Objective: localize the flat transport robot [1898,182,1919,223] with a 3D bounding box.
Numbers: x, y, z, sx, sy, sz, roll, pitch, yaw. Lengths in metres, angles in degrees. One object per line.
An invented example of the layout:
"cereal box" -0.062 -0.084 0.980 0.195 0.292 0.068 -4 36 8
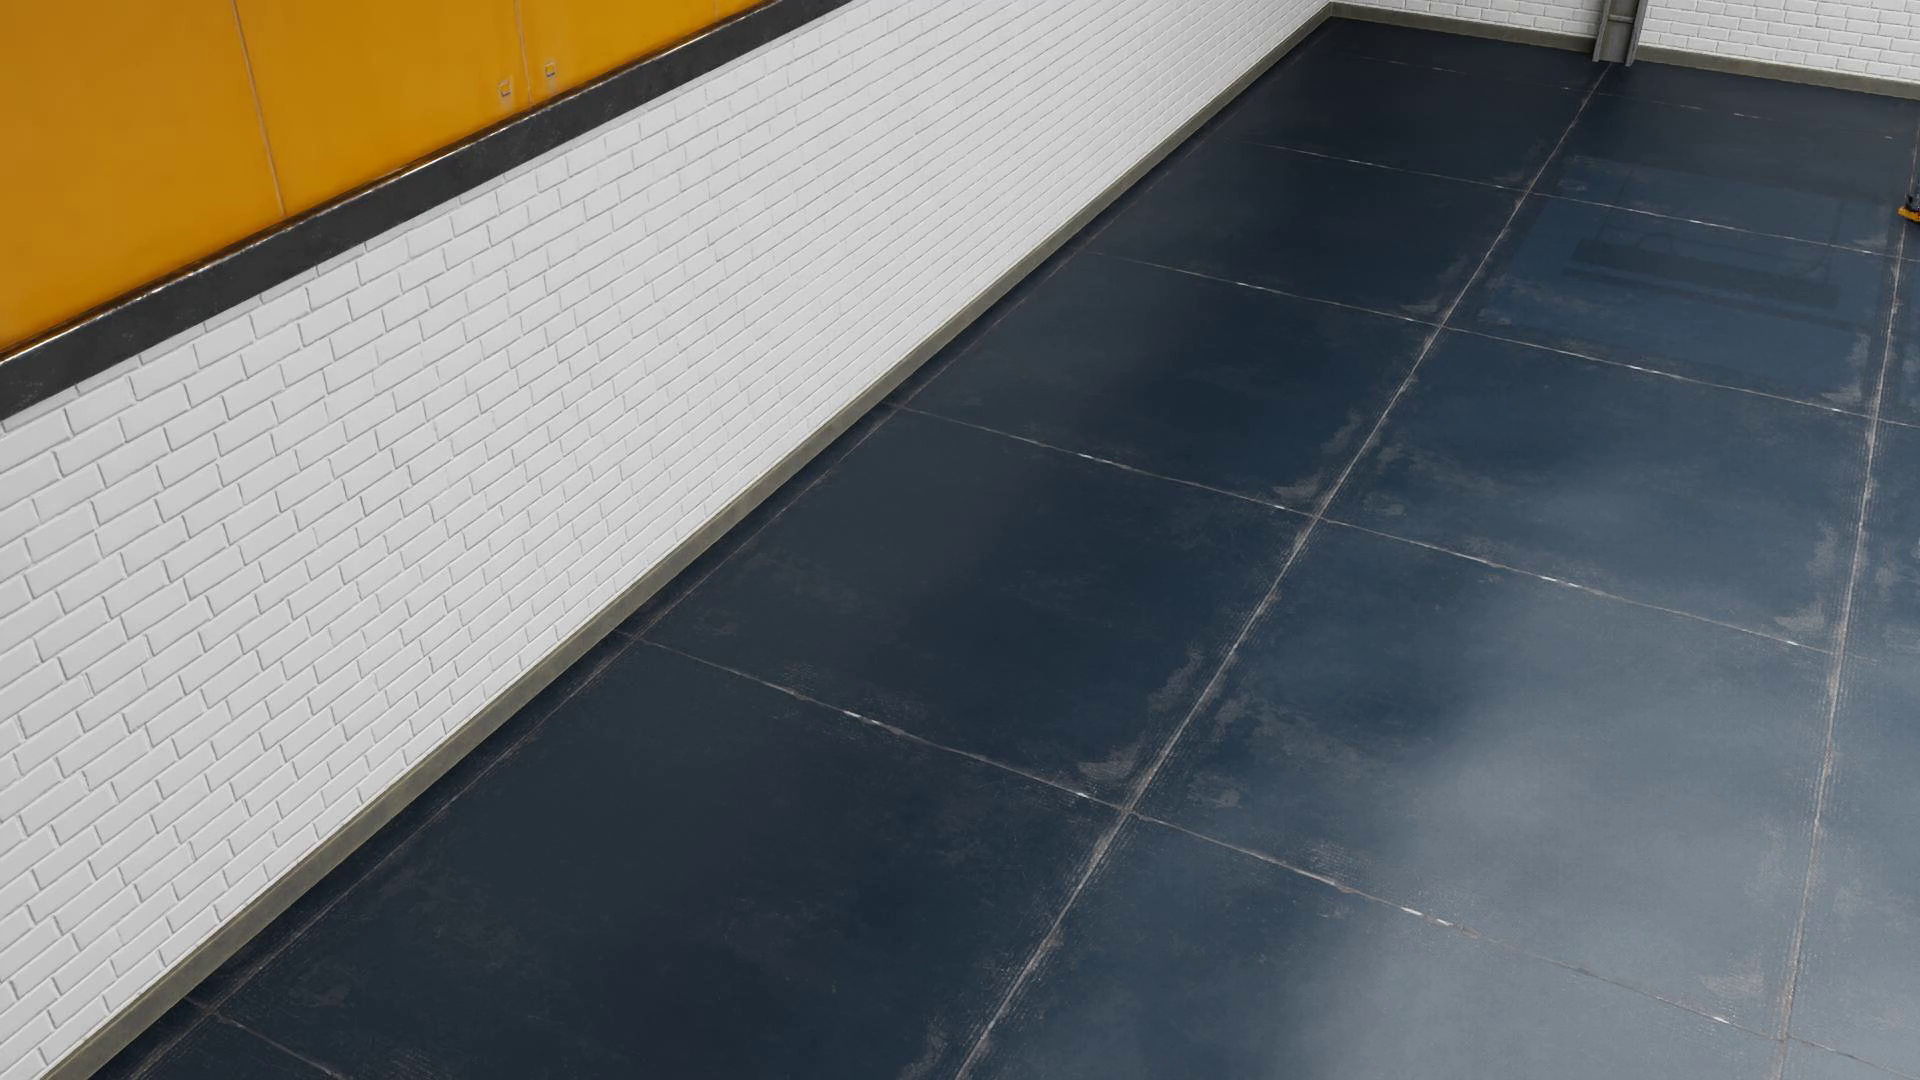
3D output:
"flat transport robot" 8.714 -2.635 13.898 0.659 0.231 1.431 -21 39 -28
